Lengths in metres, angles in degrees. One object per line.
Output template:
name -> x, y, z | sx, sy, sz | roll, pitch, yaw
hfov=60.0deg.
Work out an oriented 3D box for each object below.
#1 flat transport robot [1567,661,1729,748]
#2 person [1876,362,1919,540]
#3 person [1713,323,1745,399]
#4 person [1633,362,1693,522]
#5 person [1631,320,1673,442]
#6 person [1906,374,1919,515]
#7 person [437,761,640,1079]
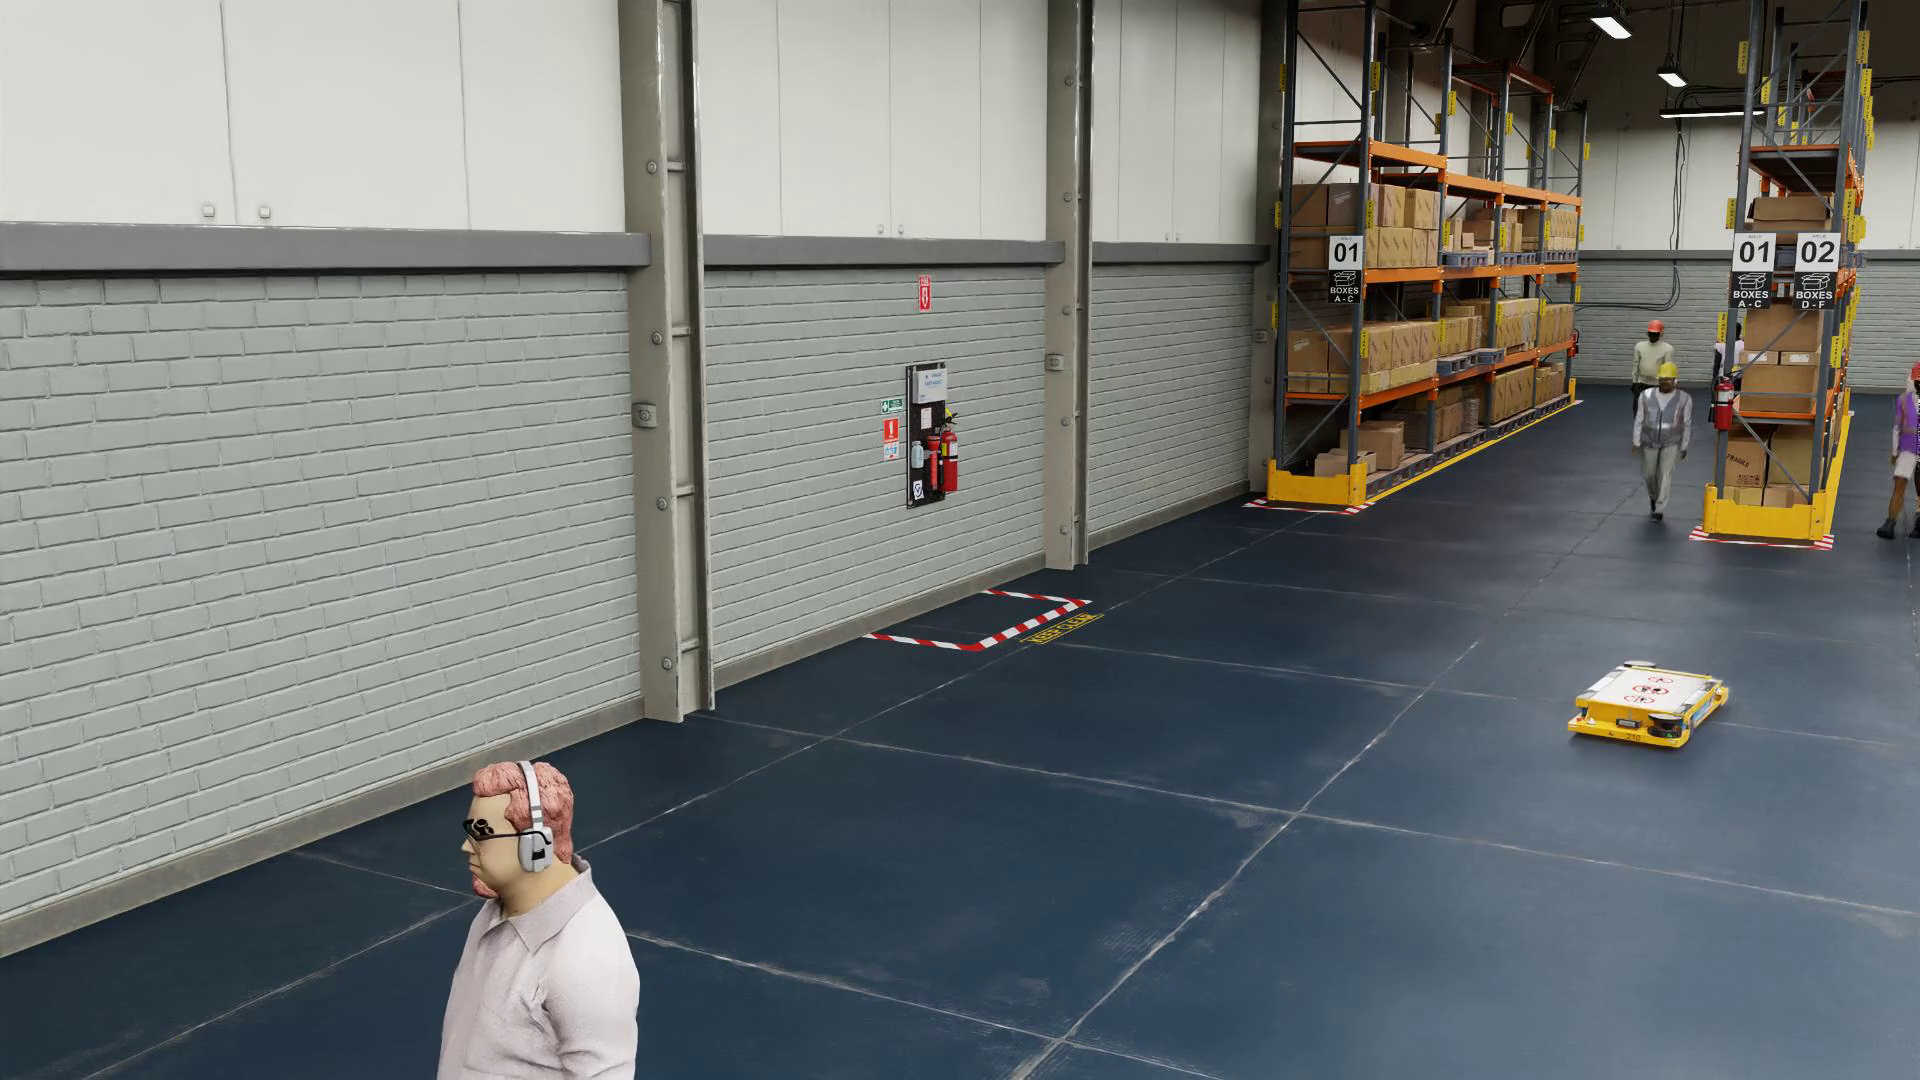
flat transport robot -> 4.459, 1.040, 10.725 | 0.652, 0.197, 1.431 | 7, 12, 35
person -> 10.042, -0.921, 17.462 | 0.564, 1.888, 0.939 | 9, 13, 42
person -> 12.983, -2.693, 27.866 | 0.613, 1.888, 0.733 | 7, 12, 36
person -> 8.014, -1.138, 18.982 | 0.600, 1.812, 0.750 | 6, 11, 31
person -> 11.010, -2.513, 26.550 | 0.642, 1.968, 0.690 | 7, 12, 37
person -> 11.227, -1.286, 19.214 | 0.614, 2.023, 0.411 | 5, 11, 28
person -> -0.952, 1.419, 3.727 | 0.409, 1.909, 0.639 | -6, 11, -32
